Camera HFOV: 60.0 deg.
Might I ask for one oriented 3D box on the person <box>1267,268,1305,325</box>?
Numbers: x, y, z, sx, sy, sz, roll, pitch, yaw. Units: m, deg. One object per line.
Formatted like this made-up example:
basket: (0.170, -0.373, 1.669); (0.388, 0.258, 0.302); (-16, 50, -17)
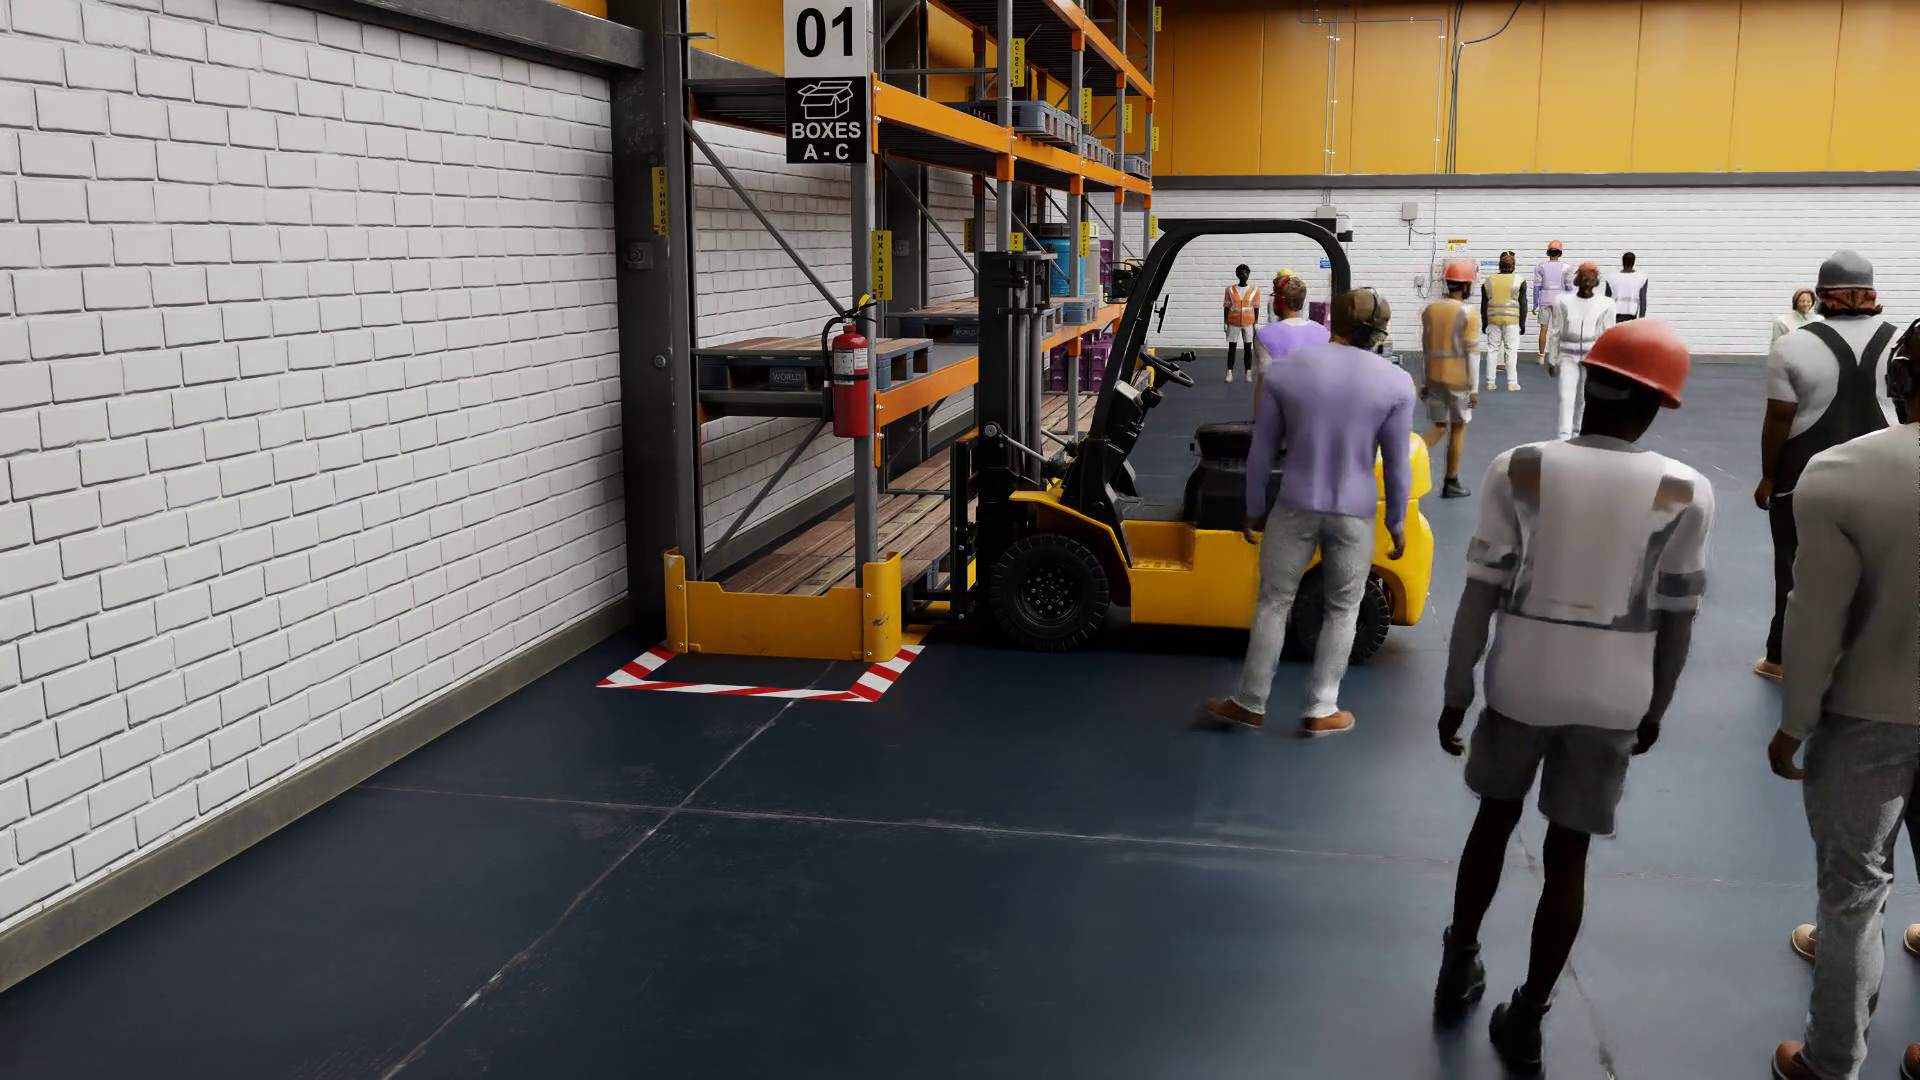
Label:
person: (3.668, -2.201, 18.838); (0.496, 1.743, 0.316); (-4, 11, -19)

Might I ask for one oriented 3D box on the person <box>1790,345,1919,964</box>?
person: (2.657, 0.335, 4.651); (0.626, 1.847, 0.429); (0, 10, 2)

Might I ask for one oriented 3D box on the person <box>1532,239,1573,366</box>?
person: (9.652, -3.865, 27.121); (0.605, 2.045, 0.379); (3, 11, 18)

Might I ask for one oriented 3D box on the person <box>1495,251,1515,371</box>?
person: (8.524, -3.590, 26.096); (0.335, 1.873, 0.520); (-1, 10, -6)

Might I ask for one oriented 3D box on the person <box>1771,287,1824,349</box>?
person: (8.065, -1.629, 16.041); (0.522, 1.621, 0.672); (2, 11, 11)

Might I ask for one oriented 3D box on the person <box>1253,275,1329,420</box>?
person: (2.087, -0.750, 10.579); (0.565, 1.849, 0.388); (-6, 12, -30)

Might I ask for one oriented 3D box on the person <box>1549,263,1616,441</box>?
person: (5.856, -1.673, 15.665); (0.591, 1.832, 1.001); (4, 11, 19)

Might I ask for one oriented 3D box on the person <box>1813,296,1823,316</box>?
person: (12.352, -3.012, 23.590); (0.530, 1.612, 0.522); (8, 13, 36)

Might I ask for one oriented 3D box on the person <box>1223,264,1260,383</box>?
person: (4.043, -3.107, 23.919); (0.535, 1.698, 0.318); (2, 11, 11)

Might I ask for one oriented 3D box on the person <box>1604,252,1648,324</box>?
person: (10.029, -3.405, 25.128); (0.609, 1.860, 1.057); (4, 11, 20)

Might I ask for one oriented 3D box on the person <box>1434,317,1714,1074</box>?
person: (1.558, 0.385, 4.266); (0.601, 1.888, 0.671); (4, 11, 21)

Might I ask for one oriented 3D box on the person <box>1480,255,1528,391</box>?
person: (7.437, -2.963, 22.739); (0.623, 1.845, 0.430); (7, 13, 35)

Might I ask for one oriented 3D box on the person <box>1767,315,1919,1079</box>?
person: (2.232, 0.423, 3.903); (0.636, 1.938, 0.358); (1, 10, 6)

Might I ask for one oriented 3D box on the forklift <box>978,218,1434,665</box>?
forklift: (1.285, -0.567, 8.635); (2.313, 2.155, 1.214); (2, 11, 11)

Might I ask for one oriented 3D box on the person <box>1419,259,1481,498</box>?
person: (3.873, -1.269, 13.236); (0.553, 1.918, 0.558); (-7, 12, -34)

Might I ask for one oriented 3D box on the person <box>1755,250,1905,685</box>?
person: (4.058, -0.334, 7.775); (0.688, 2.000, 0.536); (1, 10, 7)

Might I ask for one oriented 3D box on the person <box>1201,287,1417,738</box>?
person: (1.461, -0.107, 6.961); (0.828, 1.889, 0.366); (2, 11, 13)
